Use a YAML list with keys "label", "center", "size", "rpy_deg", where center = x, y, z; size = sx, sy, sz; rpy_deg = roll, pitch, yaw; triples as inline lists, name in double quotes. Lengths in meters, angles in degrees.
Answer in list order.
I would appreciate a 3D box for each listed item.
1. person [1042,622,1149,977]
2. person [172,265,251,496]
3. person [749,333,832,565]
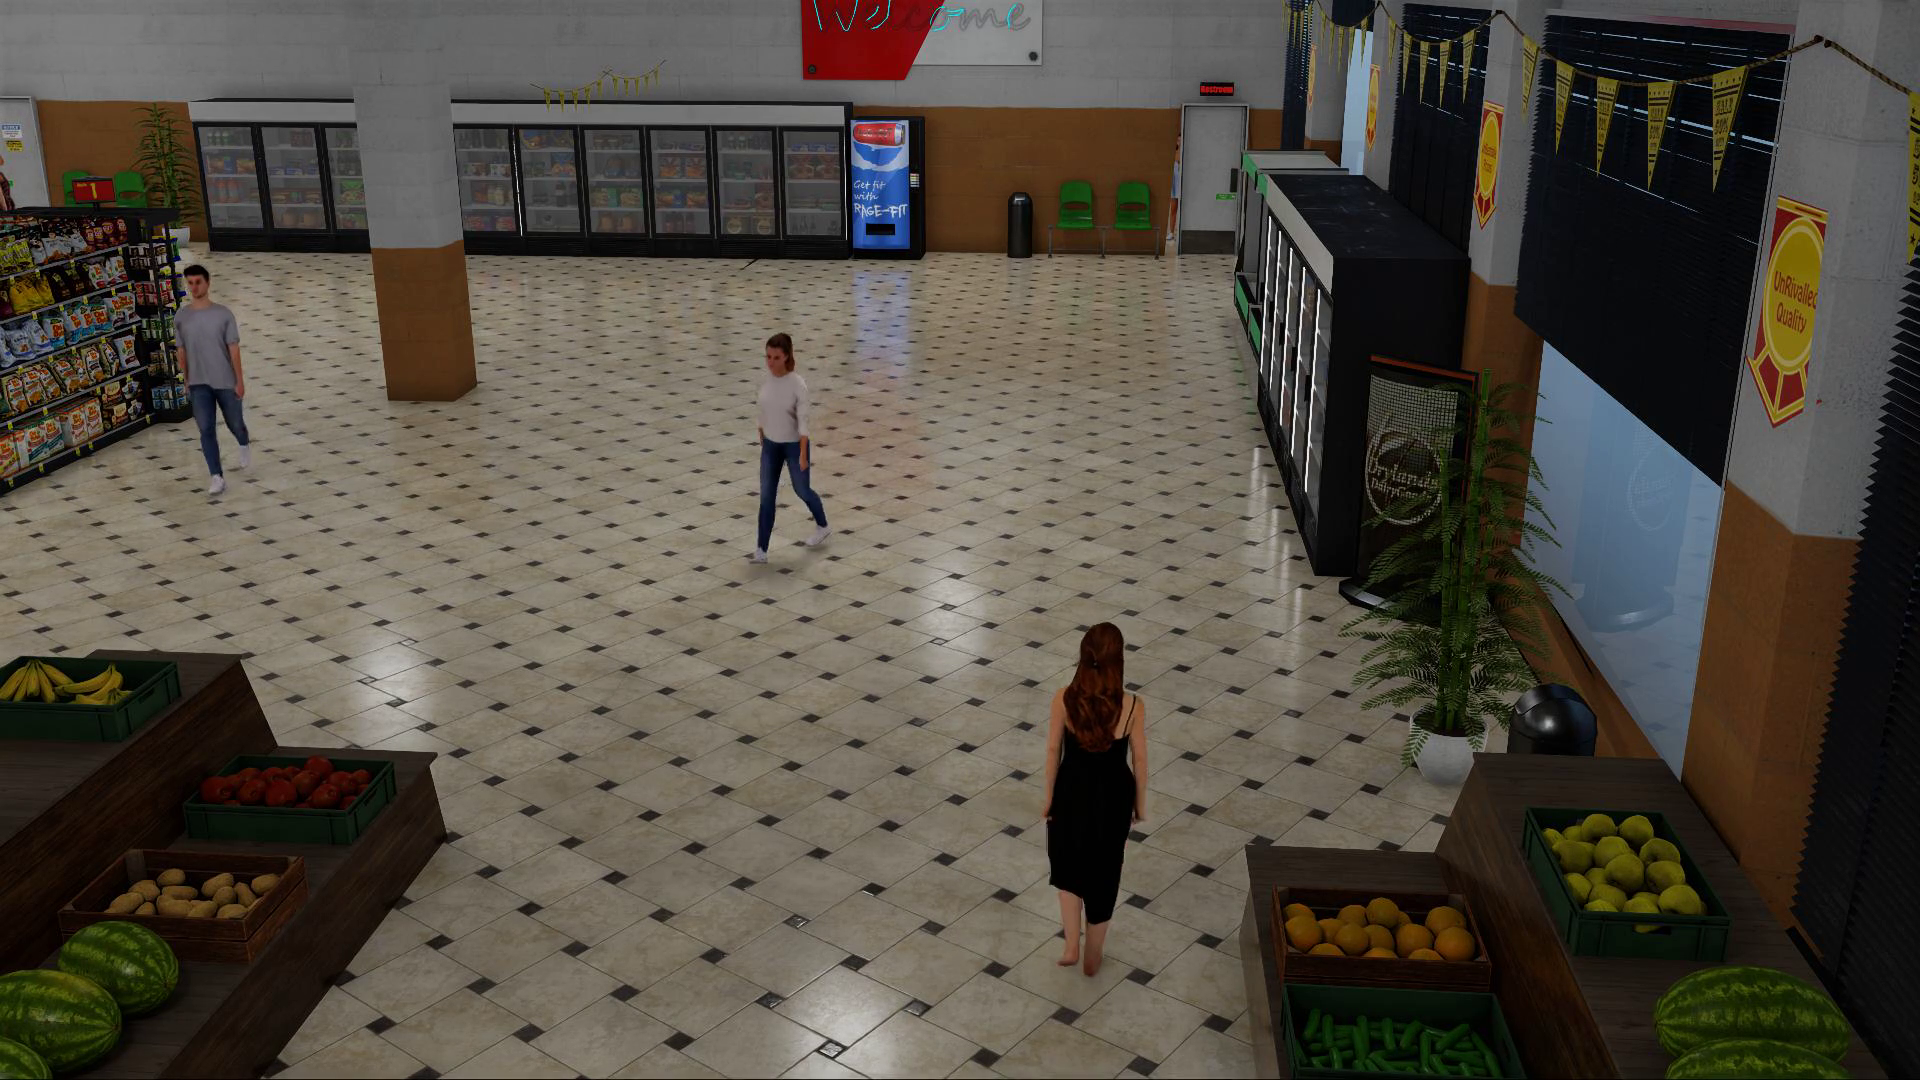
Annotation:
- label: "person"
  center: [0.541, 1.134, 6.899]
  size: [0.610, 1.616, 0.685]
  rpy_deg: [3, 19, 8]
- label: "person"
  center: [-6.205, -1.356, 13.877]
  size: [0.861, 1.876, 1.111]
  rpy_deg: [-4, 19, -11]
- label: "person"
  center: [-1.221, -0.674, 12.161]
  size: [0.925, 1.680, 1.237]
  rpy_deg: [11, 21, 29]
